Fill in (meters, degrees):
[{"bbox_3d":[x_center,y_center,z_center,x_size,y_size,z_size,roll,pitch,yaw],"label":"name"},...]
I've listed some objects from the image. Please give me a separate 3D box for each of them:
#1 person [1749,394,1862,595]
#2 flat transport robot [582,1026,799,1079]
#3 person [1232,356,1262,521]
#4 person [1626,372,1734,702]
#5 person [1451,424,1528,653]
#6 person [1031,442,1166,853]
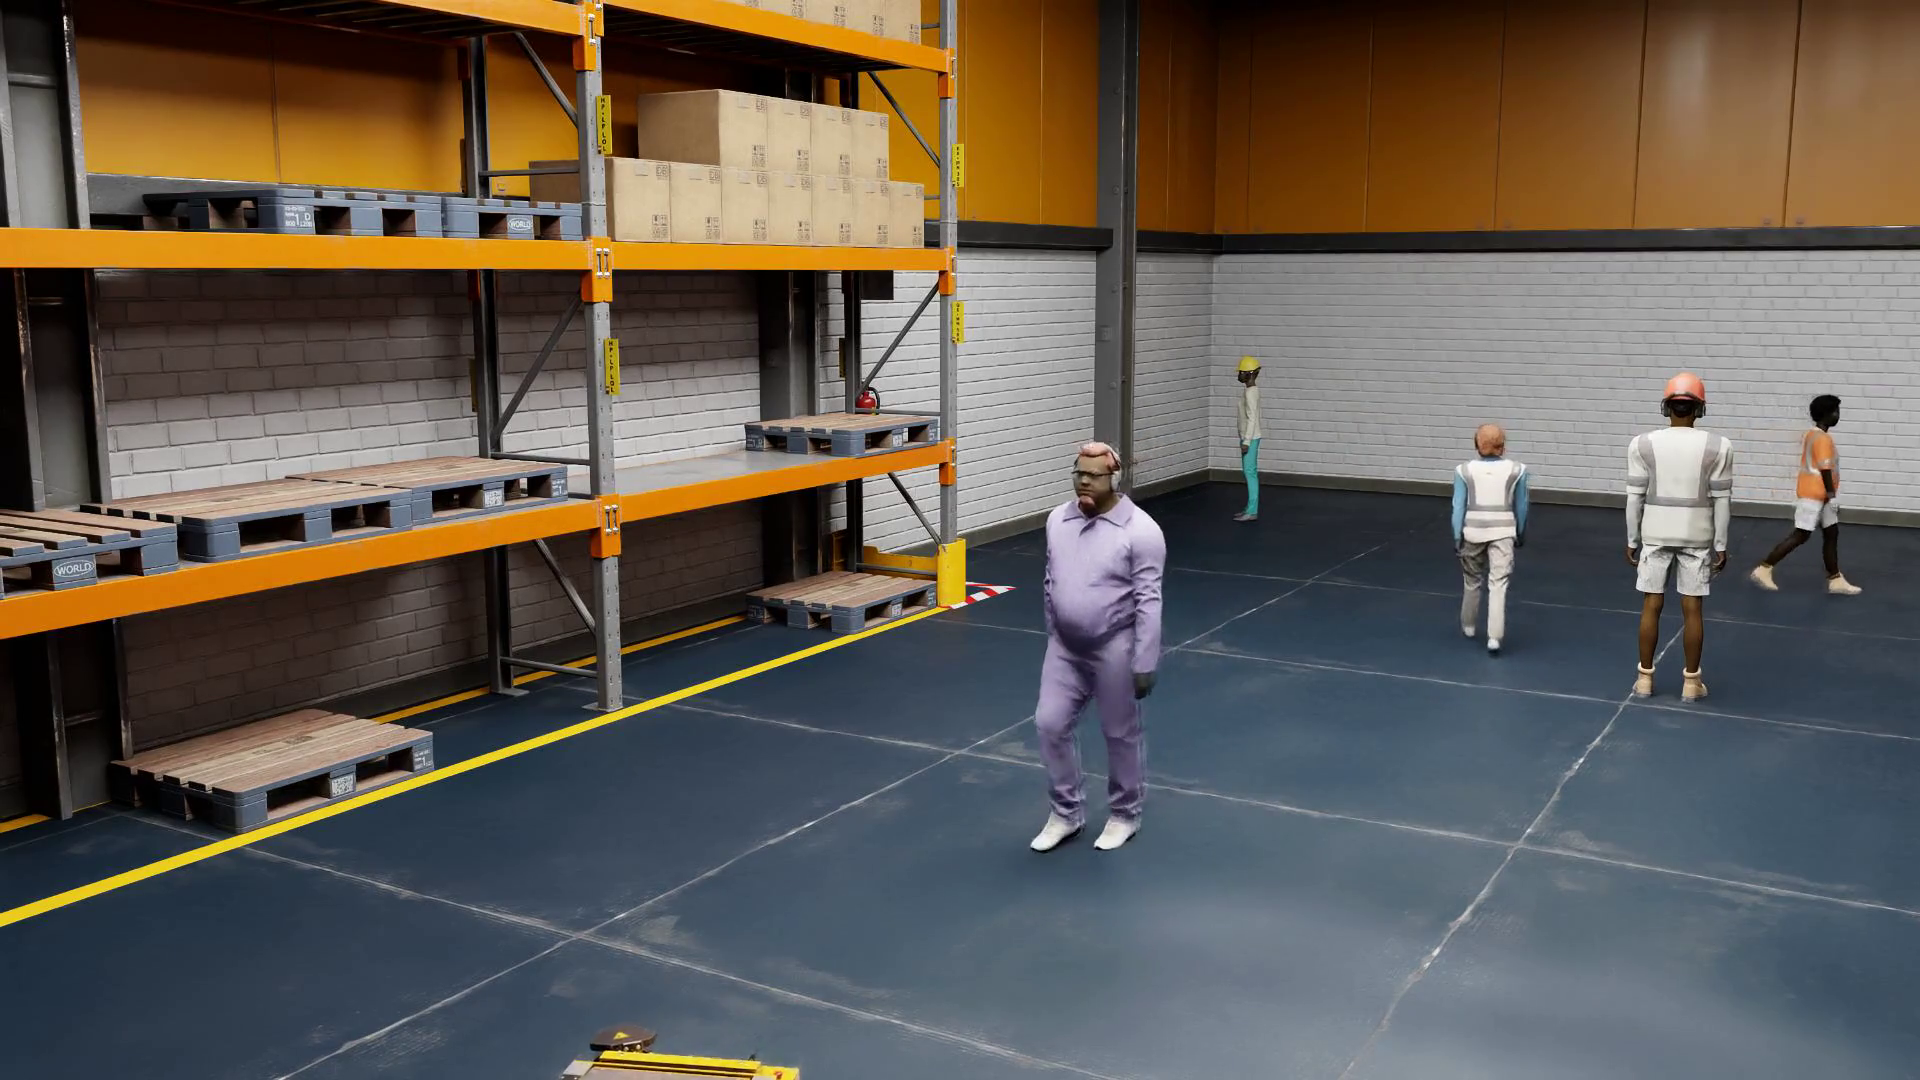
[{"bbox_3d":[7.019,-0.377,13.730,0.829,1.665,0.526,4,10,24],"label":"person"},{"bbox_3d":[-0.941,1.774,4.654,0.652,0.197,1.431,1,9,9],"label":"flat transport robot"},{"bbox_3d":[3.073,-1.080,17.820,0.313,1.767,0.533,2,9,12],"label":"person"},{"bbox_3d":[4.440,-0.014,10.311,0.608,2.042,0.375,5,10,26],"label":"person"},{"bbox_3d":[3.739,-0.021,11.759,0.514,1.595,0.874,3,10,17],"label":"person"},{"bbox_3d":[0.590,0.505,7.531,0.670,1.891,0.686,7,12,38],"label":"person"}]
